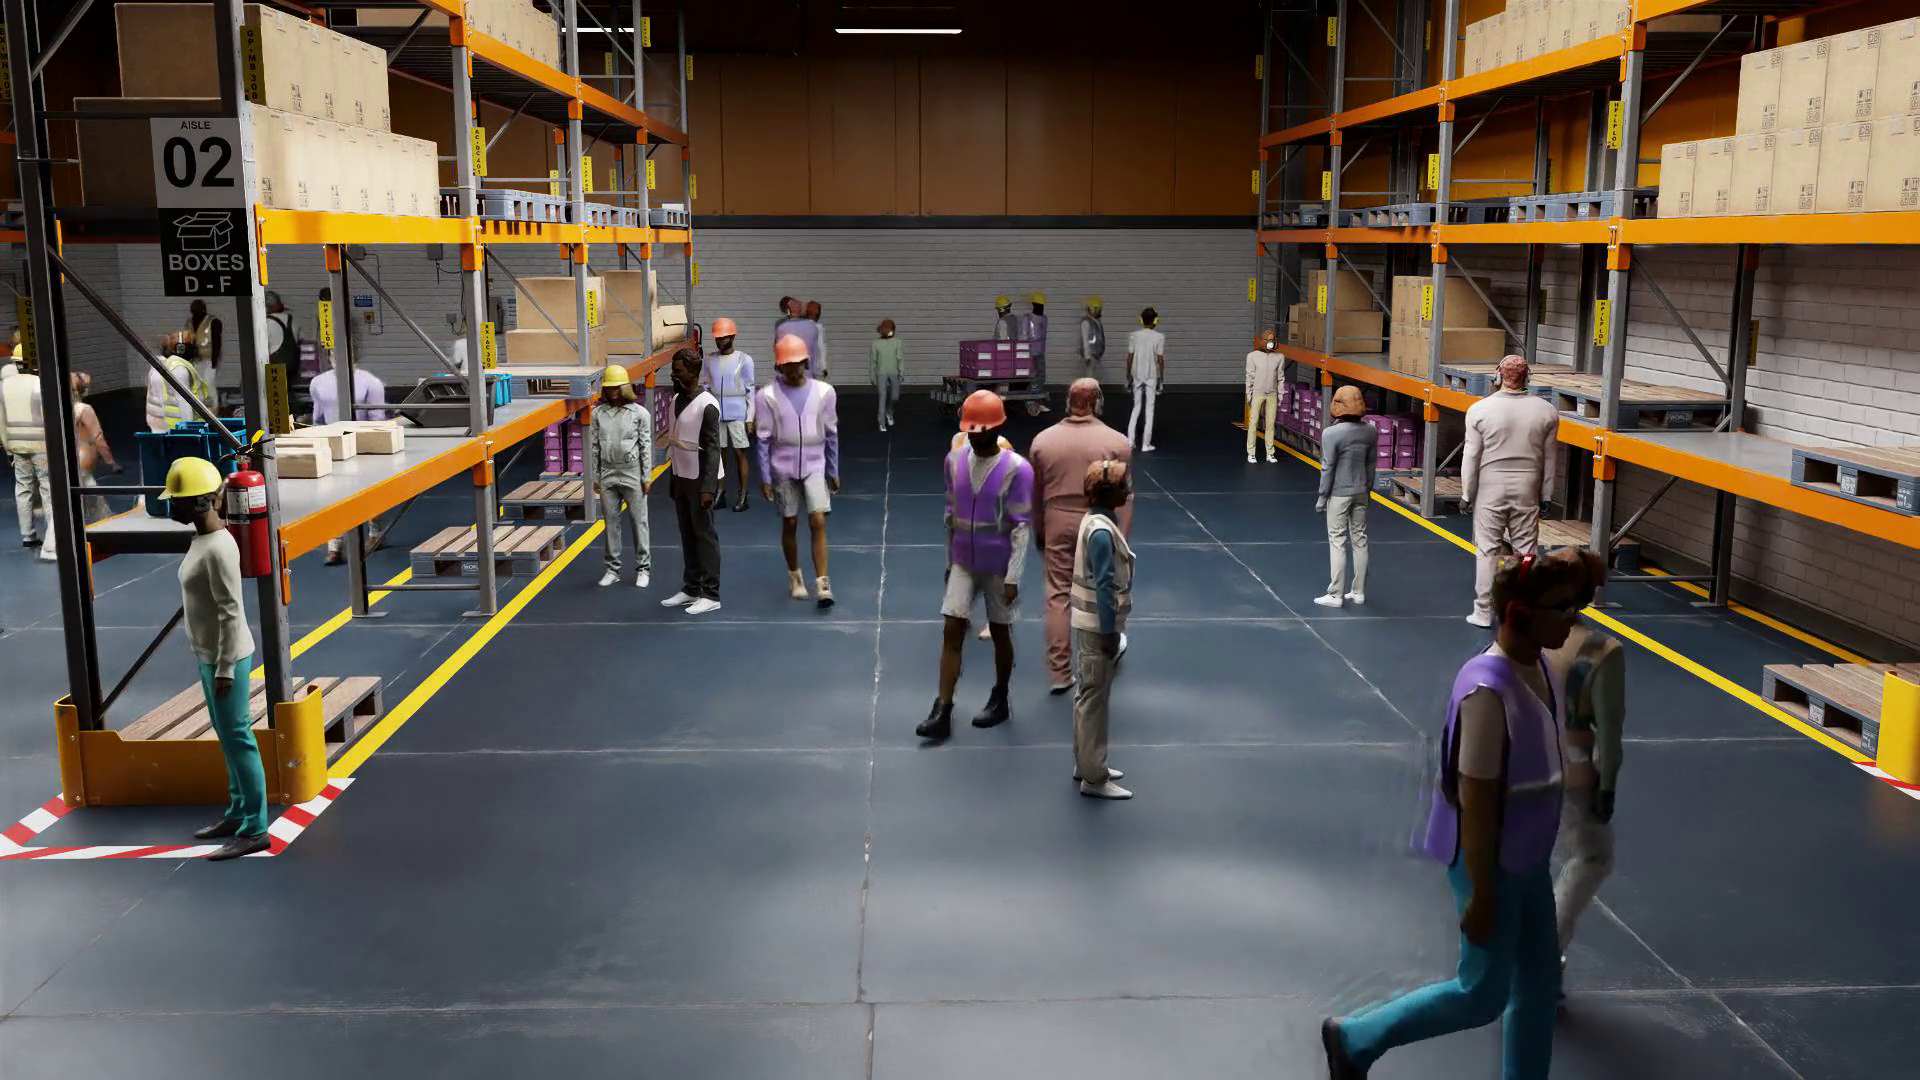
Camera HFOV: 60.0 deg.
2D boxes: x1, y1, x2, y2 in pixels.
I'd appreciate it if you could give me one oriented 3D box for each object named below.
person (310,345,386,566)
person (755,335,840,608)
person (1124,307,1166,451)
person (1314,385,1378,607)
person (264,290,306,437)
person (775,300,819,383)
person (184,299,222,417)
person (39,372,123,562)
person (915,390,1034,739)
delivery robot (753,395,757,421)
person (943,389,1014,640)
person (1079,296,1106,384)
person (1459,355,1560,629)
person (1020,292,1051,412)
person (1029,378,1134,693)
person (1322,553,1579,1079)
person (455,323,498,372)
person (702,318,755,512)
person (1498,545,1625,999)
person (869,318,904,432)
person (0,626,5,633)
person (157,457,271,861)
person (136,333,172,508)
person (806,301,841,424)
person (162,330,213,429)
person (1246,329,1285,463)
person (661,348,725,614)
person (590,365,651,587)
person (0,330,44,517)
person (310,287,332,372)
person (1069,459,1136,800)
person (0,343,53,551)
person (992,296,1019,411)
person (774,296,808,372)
[{"bbox_3d":[-5.152,-0.769,14.074,0.648,1.889,1.014,0,10,0],"label":"person"},{"bbox_3d":[-1.158,-0.483,12.159,0.627,1.995,0.993,-2,10,-12],"label":"person"},{"bbox_3d":[2.378,-2.059,21.411,0.534,1.841,0.424,4,11,24],"label":"person"},{"bbox_3d":[2.844,-0.321,12.262,0.502,1.636,0.280,-5,12,-28],"label":"person"},{"bbox_3d":[-9.394,-2.424,22.850,0.537,2.000,0.695,5,11,26],"label":"person"},{"bbox_3d":[-2.208,-2.264,22.333,0.640,1.910,0.401,-7,13,-35],"label":"person"},{"bbox_3d":[-11.464,-2.741,25.251,0.651,1.811,0.561,3,11,16],"label":"person"},{"bbox_3d":[-7.444,-0.622,14.083,0.515,1.586,0.899,9,13,40],"label":"person"},{"bbox_3d":[0.079,0.149,8.918,0.565,1.894,0.898,5,11,27],"label":"person"},{"bbox_3d":[-3.002,-1.909,23.858,0.477,0.478,0.707,-6,12,-29],"label":"delivery robot"},{"bbox_3d":[0.122,-0.173,11.266,0.530,1.697,0.321,8,13,38],"label":"person"},{"bbox_3d":[2.094,-2.969,26.486,0.447,1.822,0.591,5,11,26],"label":"person"},{"bbox_3d":[3.792,-0.328,11.551,0.645,1.907,0.400,1,10,4],"label":"person"},{"bbox_3d":[1.120,-2.990,26.414,0.588,1.903,0.723,-10,14,-44],"label":"person"},{"bbox_3d":[0.760,-0.055,10.139,0.678,1.855,0.965,4,11,19],"label":"person"},{"bbox_3d":[1.503,0.919,4.857,0.735,1.826,0.572,6,12,31],"label":"person"},{"bbox_3d":[-5.705,-1.783,19.844,0.504,1.836,0.849,1,10,4],"label":"person"},{"bbox_3d":[-2.314,-1.239,16.539,0.552,1.935,0.374,3,11,17],"label":"person"},{"bbox_3d":[2.108,0.823,5.907,0.428,1.629,0.538,-7,13,-36],"label":"person"},{"bbox_3d":[-1.060,-2.377,23.817,0.483,1.602,0.725,-4,11,-19],"label":"person"},{"bbox_3d":[-6.662,-0.124,10.957,0.546,1.717,0.840,-2,10,-9],"label":"person"},{"bbox_3d":[-3.262,0.513,7.262,0.330,1.765,0.533,-6,12,-31],"label":"person"},{"bbox_3d":[-7.829,-1.158,16.514,0.825,1.790,0.697,-3,11,-16],"label":"person"},{"bbox_3d":[-2.195,-2.542,24.114,0.975,1.833,0.593,-7,12,-34],"label":"person"},{"bbox_3d":[-7.408,-1.093,15.993,0.429,1.844,0.625,-6,12,-28],"label":"person"},{"bbox_3d":[3.706,-1.744,20.224,0.497,1.629,0.277,-2,10,-10],"label":"person"},{"bbox_3d":[-1.932,-0.432,12.095,0.392,1.919,0.590,-8,13,-37],"label":"person"},{"bbox_3d":[-2.635,-0.491,12.929,0.484,1.738,0.320,1,10,8],"label":"person"},{"bbox_3d":[-9.039,-1.128,16.186,0.414,1.837,0.540,6,12,31],"label":"person"},{"bbox_3d":[-10.652,-3.309,28.138,0.646,1.921,0.418,-9,14,-42],"label":"person"},{"bbox_3d":[0.688,0.425,8.092,0.312,1.642,0.512,0,10,0],"label":"person"},{"bbox_3d":[-8.014,-0.809,14.429,0.592,1.834,0.404,2,10,9],"label":"person"},{"bbox_3d":[0.710,-2.963,26.461,0.403,1.822,0.589,4,11,22],"label":"person"},{"bbox_3d":[-2.443,-2.660,24.626,0.967,1.881,0.645,9,14,42],"label":"person"}]
